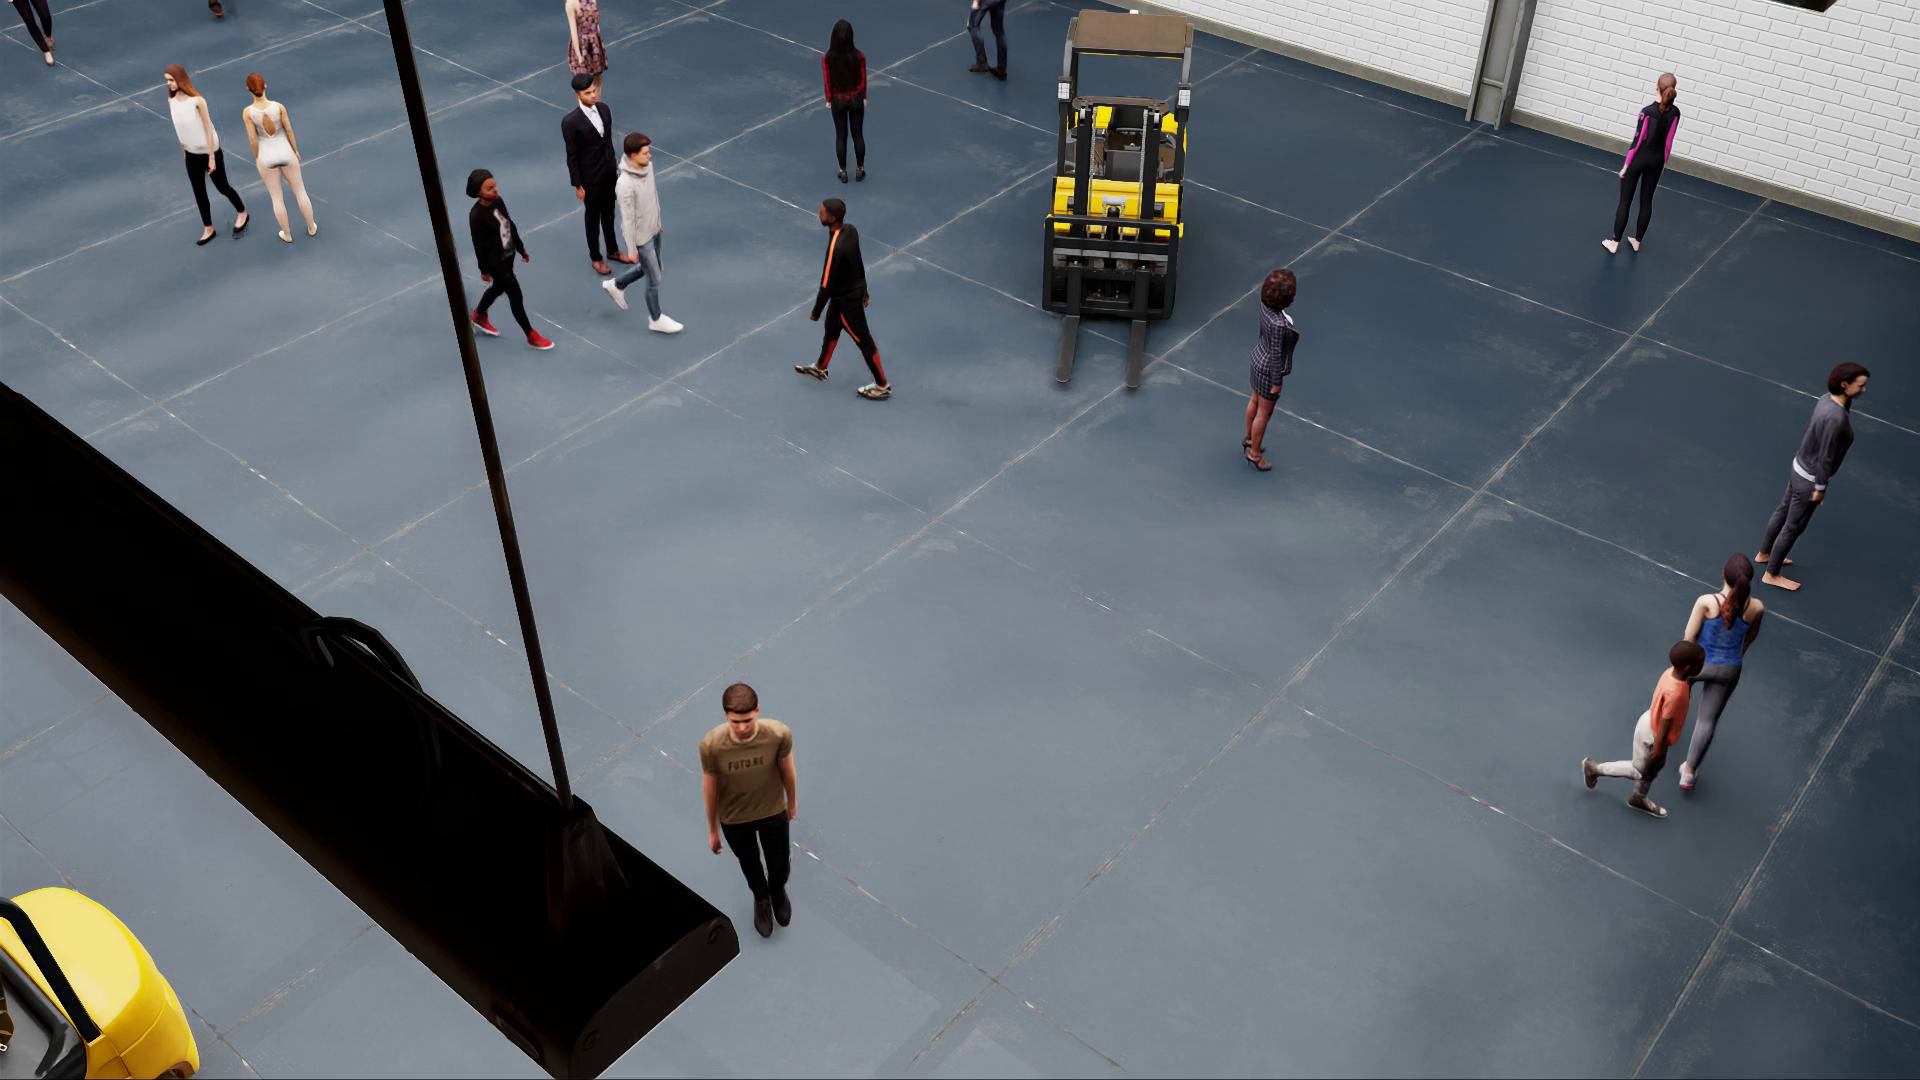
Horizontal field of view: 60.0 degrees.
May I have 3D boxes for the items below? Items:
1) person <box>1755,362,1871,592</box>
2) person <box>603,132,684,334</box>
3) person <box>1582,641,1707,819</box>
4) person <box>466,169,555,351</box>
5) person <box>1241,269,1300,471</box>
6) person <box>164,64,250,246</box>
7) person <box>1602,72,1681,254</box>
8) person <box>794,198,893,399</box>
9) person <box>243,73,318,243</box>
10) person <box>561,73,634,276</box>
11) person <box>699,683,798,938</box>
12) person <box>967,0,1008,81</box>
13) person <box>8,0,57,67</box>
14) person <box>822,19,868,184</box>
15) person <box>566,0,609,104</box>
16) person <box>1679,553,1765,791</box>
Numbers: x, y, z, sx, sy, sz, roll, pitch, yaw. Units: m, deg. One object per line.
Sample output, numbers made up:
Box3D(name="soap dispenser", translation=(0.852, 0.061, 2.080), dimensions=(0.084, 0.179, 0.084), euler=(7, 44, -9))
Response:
Box3D(name="person", translation=(5.937, -0.471, 11.615), dimensions=(0.674, 1.771, 0.685), euler=(9, 39, 11))
Box3D(name="person", translation=(-2.806, -2.643, 14.288), dimensions=(1.110, 1.830, 0.937), euler=(10, 40, 13))
Box3D(name="person", translation=(4.122, 1.131, 9.993), dimensions=(0.811, 1.292, 0.584), euler=(21, 43, 24))
Box3D(name="person", translation=(-3.984, -2.393, 14.122), dimensions=(1.155, 1.646, 0.888), euler=(10, 40, 13))
Box3D(name="person", translation=(2.347, -1.301, 12.711), dimensions=(0.756, 1.701, 0.695), euler=(-3, 39, -4))
Box3D(name="person", translation=(-7.091, -3.668, 15.668), dimensions=(0.863, 1.709, 0.839), euler=(11, 40, 13))
Box3D(name="person", translation=(6.341, -3.491, 15.413), dimensions=(0.666, 1.751, 0.726), euler=(-3, 39, -4))
Box3D(name="person", translation=(-0.806, -1.912, 13.418), dimensions=(1.188, 1.773, 0.975), euler=(7, 39, 9))
Box3D(name="person", translation=(-6.427, -3.595, 15.629), dimensions=(0.608, 1.643, 0.569), euler=(-21, 43, -24))
Box3D(name="person", translation=(-3.316, -3.351, 15.131), dimensions=(0.556, 1.884, 0.703), euler=(25, 45, 28))
Box3D(name="person", translation=(-1.146, 1.435, 9.174), dimensions=(0.789, 1.839, 0.843), euler=(-5, 39, -7))
Box3D(name="person", translation=(0.403, -6.029, 18.483), dimensions=(0.795, 1.885, 0.783), euler=(-26, 45, -29))
Box3D(name="person", translation=(-10.649, -6.293, 18.894), dimensions=(0.731, 1.784, 0.797), euler=(-20, 43, -24))
Box3D(name="person", translation=(-1.121, -4.367, 16.584), dimensions=(0.659, 1.658, 0.703), euler=(-6, 39, -8))
Box3D(name="person", translation=(-3.891, -5.122, 17.438), dimensions=(0.703, 1.773, 0.695), euler=(21, 43, 24))
Box3D(name="person", translation=(4.595, 0.821, 10.158), dimensions=(1.074, 1.571, 0.915), euler=(11, 40, 13))
